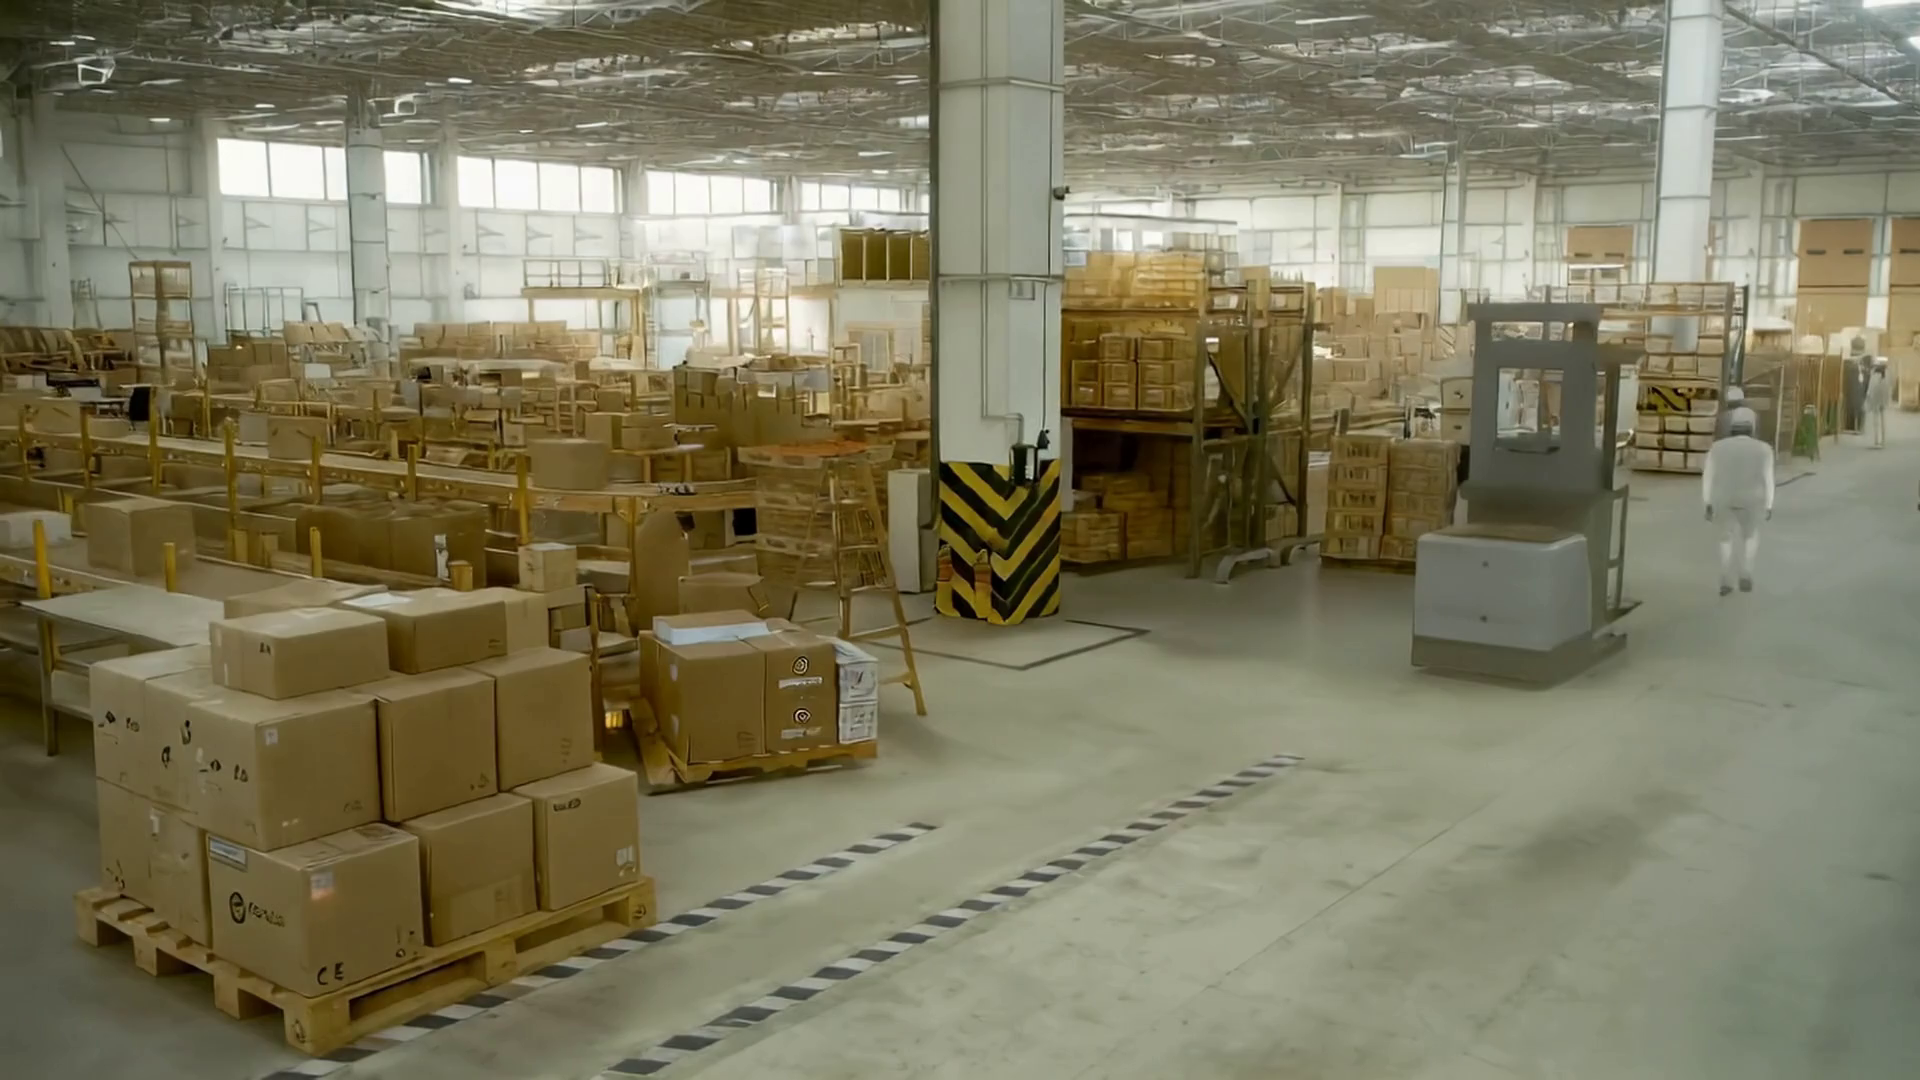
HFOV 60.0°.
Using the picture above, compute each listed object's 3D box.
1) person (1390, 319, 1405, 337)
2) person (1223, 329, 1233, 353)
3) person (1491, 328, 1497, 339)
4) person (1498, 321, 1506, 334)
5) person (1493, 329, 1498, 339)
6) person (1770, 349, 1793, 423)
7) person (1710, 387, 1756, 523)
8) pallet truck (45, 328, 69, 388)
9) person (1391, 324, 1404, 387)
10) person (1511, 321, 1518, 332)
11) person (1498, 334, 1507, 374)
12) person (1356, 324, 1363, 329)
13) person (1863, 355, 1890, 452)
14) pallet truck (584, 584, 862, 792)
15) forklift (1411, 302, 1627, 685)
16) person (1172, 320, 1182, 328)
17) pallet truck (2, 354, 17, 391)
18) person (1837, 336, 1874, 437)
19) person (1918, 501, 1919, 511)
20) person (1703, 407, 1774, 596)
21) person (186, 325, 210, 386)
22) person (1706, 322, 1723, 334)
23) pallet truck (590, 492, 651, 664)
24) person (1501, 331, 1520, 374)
[{"bbox_3d":[16.416,-7.331,62.475,0.372,1.940,0.627,-7,11,-38],"label":"person"},{"bbox_3d":[7.456,-4.927,46.180,0.362,1.963,0.612,1,8,3],"label":"person"},{"bbox_3d":[13.799,-4.541,43.512,0.405,1.982,0.622,1,9,10],"label":"person"},{"bbox_3d":[22.650,-8.278,69.548,0.329,1.748,0.491,0,8,3],"label":"person"},{"bbox_3d":[15.833,-5.365,49.619,0.875,1.823,0.561,4,9,27],"label":"person"},{"bbox_3d":[18.158,-3.349,36.499,0.727,1.665,0.555,7,11,41],"label":"person"},{"bbox_3d":[9.872,-1.091,21.158,0.529,1.723,0.904,8,12,44],"label":"person"},{"bbox_3d":[-23.775,-4.544,43.495,1.885,1.965,0.823,6,10,35],"label":"pallet truck"},{"bbox_3d":[13.531,-5.689,51.414,0.358,1.936,0.552,-1,9,-10],"label":"person"},{"bbox_3d":[26.350,-9.762,78.923,0.383,1.921,0.585,3,9,19],"label":"person"},{"bbox_3d":[14.340,-4.570,44.231,0.561,1.820,0.945,-5,10,-30],"label":"person"},{"bbox_3d":[14.327,-6.855,59.769,1.008,1.789,0.516,3,9,17],"label":"person"},{"bbox_3d":[16.809,-2.495,30.449,0.304,1.772,0.525,2,9,13],"label":"person"},{"bbox_3d":[-1.426,0.805,10.019,1.601,1.201,0.680,-4,9,-26],"label":"pallet truck"},{"bbox_3d":[4.379,-0.438,12.852,1.129,2.768,1.873,7,11,37],"label":"forklift"},{"bbox_3d":[8.948,-8.160,68.250,0.358,1.884,0.574,-7,11,-41],"label":"person"},{"bbox_3d":[-24.881,-4.417,42.634,1.885,1.965,0.823,8,11,41],"label":"pallet truck"},{"bbox_3d":[18.053,-3.099,33.603,0.538,2.000,0.685,-1,8,-5],"label":"person"},{"bbox_3d":[9.902,-0.407,16.656,0.532,1.677,0.733,6,10,33],"label":"person"},{"bbox_3d":[7.496,-0.377,16.015,0.621,1.807,0.630,5,10,31],"label":"person"},{"bbox_3d":[-23.522,-5.664,51.349,0.654,1.906,0.408,-4,9,-26],"label":"person"},{"bbox_3d":[27.637,-7.062,61.027,0.655,1.830,0.445,2,9,11],"label":"person"},{"bbox_3d":[-3.115,0.344,12.883,0.653,1.274,1.630,7,11,37],"label":"pallet truck"},{"bbox_3d":[14.966,-4.707,44.989,0.565,1.878,1.028,-4,9,-23],"label":"person"}]
